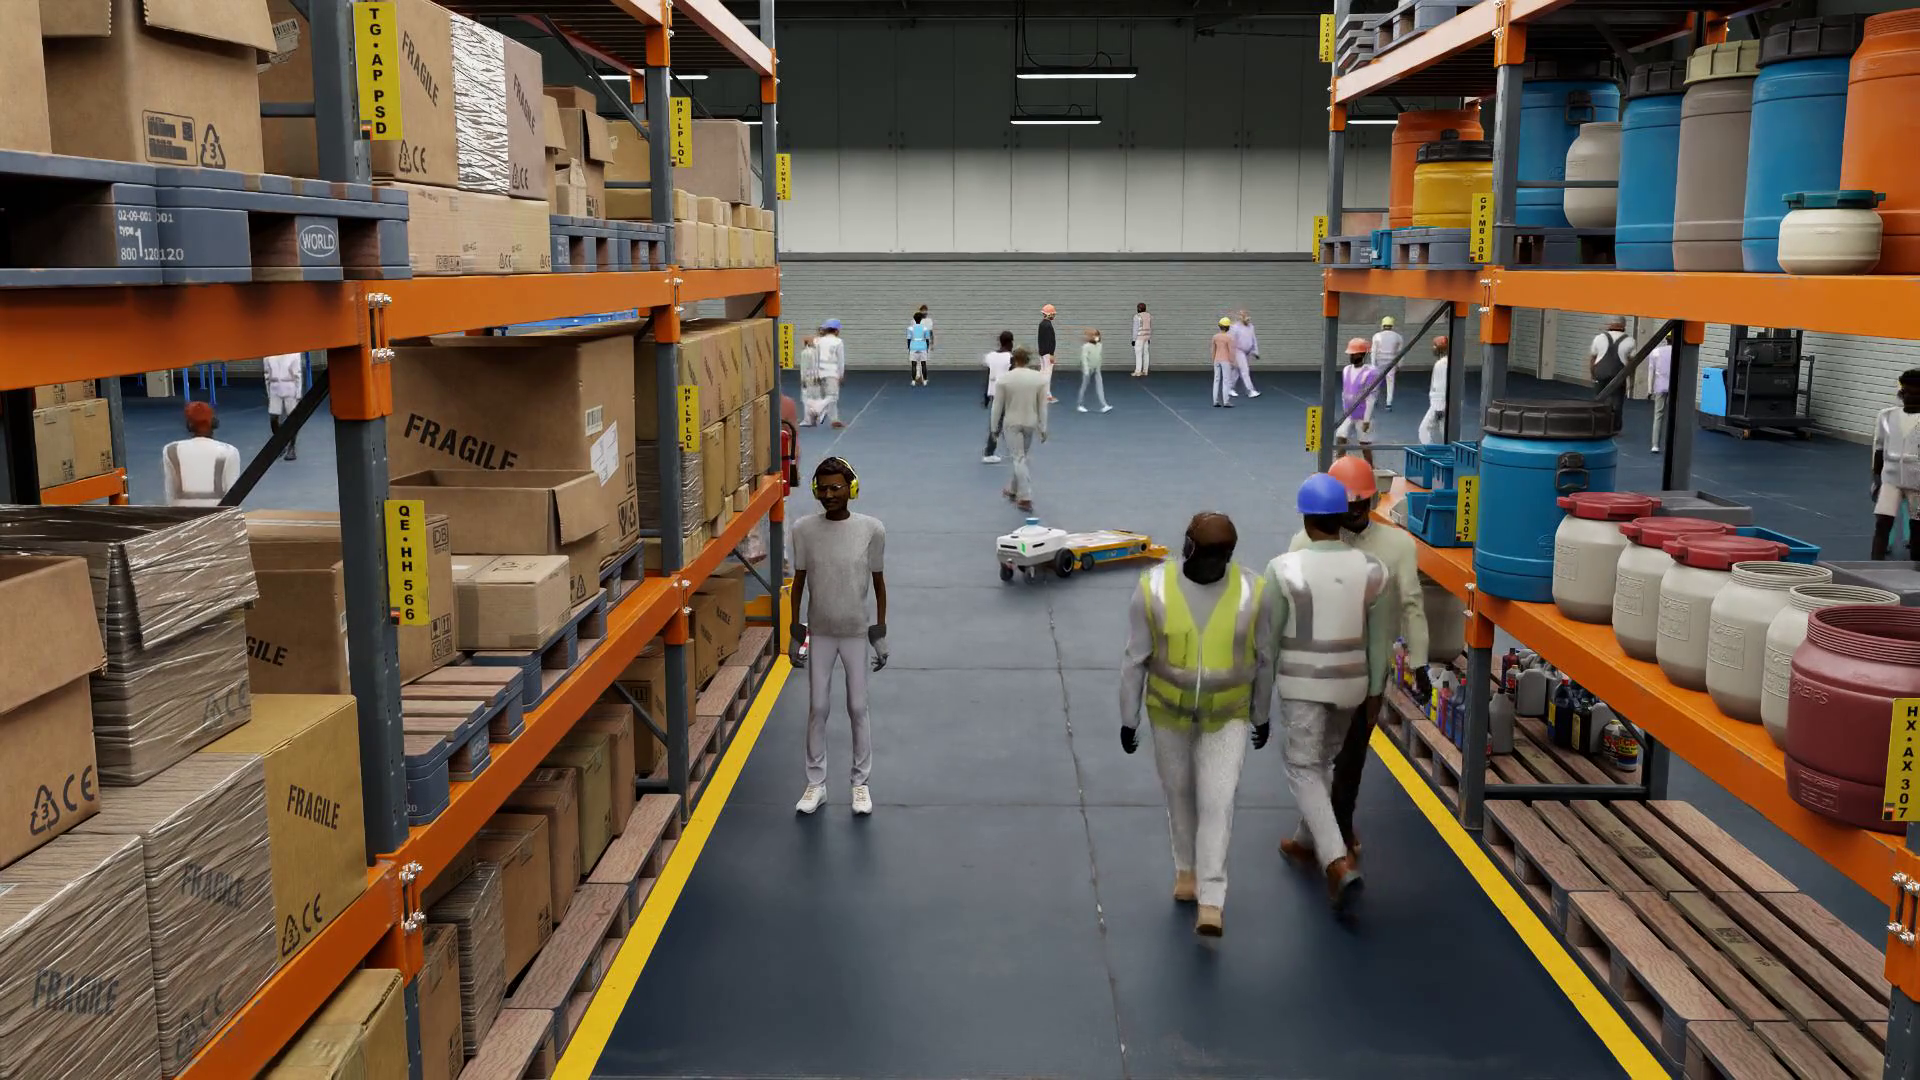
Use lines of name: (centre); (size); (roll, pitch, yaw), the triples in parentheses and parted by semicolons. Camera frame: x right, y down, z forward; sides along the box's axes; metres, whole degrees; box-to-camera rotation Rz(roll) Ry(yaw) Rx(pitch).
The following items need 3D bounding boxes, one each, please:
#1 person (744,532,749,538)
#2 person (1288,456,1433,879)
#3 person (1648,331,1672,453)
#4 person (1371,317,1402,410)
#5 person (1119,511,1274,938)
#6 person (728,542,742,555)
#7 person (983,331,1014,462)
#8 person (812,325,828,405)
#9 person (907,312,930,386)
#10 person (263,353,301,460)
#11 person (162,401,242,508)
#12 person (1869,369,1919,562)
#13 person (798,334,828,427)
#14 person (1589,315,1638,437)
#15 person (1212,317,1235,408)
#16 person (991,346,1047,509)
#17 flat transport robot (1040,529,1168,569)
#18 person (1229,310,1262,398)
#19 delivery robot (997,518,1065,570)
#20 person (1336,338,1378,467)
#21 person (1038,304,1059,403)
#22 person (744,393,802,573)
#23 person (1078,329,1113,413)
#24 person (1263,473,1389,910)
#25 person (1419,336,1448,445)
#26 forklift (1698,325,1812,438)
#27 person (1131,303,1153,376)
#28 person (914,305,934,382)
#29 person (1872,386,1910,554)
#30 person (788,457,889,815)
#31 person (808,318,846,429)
person: (-2.401, -1.013, 17.189); (0.507, 2.026, 0.612); (-2, 10, -11)
person: (1.864, 0.590, 7.754); (0.622, 1.947, 0.932); (-1, 10, -5)
person: (10.645, -2.268, 24.970); (0.593, 1.924, 0.381); (5, 11, 30)
person: (8.308, -3.451, 32.473); (0.625, 1.783, 0.913); (1, 9, 3)
person: (1.002, 0.779, 7.124); (0.657, 1.786, 0.968); (2, 10, 11)
person: (-2.455, -0.694, 15.990); (0.490, 1.779, 1.055); (7, 12, 35)
person: (0.685, -2.076, 24.000); (1.017, 1.859, 0.620); (-9, 13, -43)
person: (-2.694, -3.437, 32.876); (0.525, 1.626, 0.446); (2, 10, 12)
person: (-0.967, -4.416, 38.523); (0.538, 1.695, 0.320); (-1, 10, -6)
person: (-9.782, -2.110, 24.038); (0.542, 1.919, 0.504); (-1, 10, -6)
person: (-5.648, -0.118, 12.413); (0.566, 1.832, 0.976); (-2, 10, -9)
person: (8.113, -0.492, 14.324); (0.941, 1.923, 0.631); (-9, 13, -42)
person: (-2.566, -2.770, 28.894); (0.568, 1.622, 0.521); (4, 10, 23)
person: (10.746, -2.703, 27.365); (0.737, 2.000, 0.534); (5, 11, 27)
person: (5.213, -3.510, 32.890); (0.317, 1.769, 0.523); (-9, 13, -42)
person: (0.674, -1.333, 19.507); (0.647, 1.885, 1.009); (-4, 10, -21)
flat transport robot: (1.254, 0.083, 15.964); (1.431, 0.197, 0.652); (-7, 12, -37)
person: (6.020, -3.945, 35.288); (0.636, 1.844, 1.048); (-9, 13, -44)
delivery robot: (0.643, 0.044, 15.070); (0.477, 0.478, 0.707); (7, 12, 37)
person: (4.875, -1.548, 20.710); (0.807, 1.905, 0.586); (-6, 11, -34)
person: (1.796, -3.819, 34.057); (0.383, 1.993, 0.622); (-3, 10, -17)
person: (-1.780, -0.675, 15.296); (0.665, 1.973, 0.428); (1, 10, 6)
person: (2.545, -3.213, 31.656); (0.520, 1.584, 0.867); (-7, 12, -36)
person: (1.639, 0.662, 7.471); (0.617, 1.918, 0.903); (-2, 10, -15)
person: (6.407, -1.817, 22.474); (0.750, 1.857, 0.595); (6, 11, 33)
forklift: (13.248, -3.165, 27.620); (1.129, 2.768, 1.873); (0, 9, 1)
person: (4.566, -5.064, 41.975); (0.632, 1.843, 0.429); (-8, 13, -41)
person: (-0.895, -4.750, 40.120); (0.506, 1.846, 0.711); (-5, 11, -26)
person: (9.323, -0.748, 16.461); (0.528, 1.734, 0.767); (5, 11, 29)
person: (-0.631, 0.493, 8.610); (0.532, 1.868, 0.310); (1, 10, 4)
person: (-2.276, -2.835, 28.409); (0.788, 1.916, 0.621); (-9, 13, -42)
